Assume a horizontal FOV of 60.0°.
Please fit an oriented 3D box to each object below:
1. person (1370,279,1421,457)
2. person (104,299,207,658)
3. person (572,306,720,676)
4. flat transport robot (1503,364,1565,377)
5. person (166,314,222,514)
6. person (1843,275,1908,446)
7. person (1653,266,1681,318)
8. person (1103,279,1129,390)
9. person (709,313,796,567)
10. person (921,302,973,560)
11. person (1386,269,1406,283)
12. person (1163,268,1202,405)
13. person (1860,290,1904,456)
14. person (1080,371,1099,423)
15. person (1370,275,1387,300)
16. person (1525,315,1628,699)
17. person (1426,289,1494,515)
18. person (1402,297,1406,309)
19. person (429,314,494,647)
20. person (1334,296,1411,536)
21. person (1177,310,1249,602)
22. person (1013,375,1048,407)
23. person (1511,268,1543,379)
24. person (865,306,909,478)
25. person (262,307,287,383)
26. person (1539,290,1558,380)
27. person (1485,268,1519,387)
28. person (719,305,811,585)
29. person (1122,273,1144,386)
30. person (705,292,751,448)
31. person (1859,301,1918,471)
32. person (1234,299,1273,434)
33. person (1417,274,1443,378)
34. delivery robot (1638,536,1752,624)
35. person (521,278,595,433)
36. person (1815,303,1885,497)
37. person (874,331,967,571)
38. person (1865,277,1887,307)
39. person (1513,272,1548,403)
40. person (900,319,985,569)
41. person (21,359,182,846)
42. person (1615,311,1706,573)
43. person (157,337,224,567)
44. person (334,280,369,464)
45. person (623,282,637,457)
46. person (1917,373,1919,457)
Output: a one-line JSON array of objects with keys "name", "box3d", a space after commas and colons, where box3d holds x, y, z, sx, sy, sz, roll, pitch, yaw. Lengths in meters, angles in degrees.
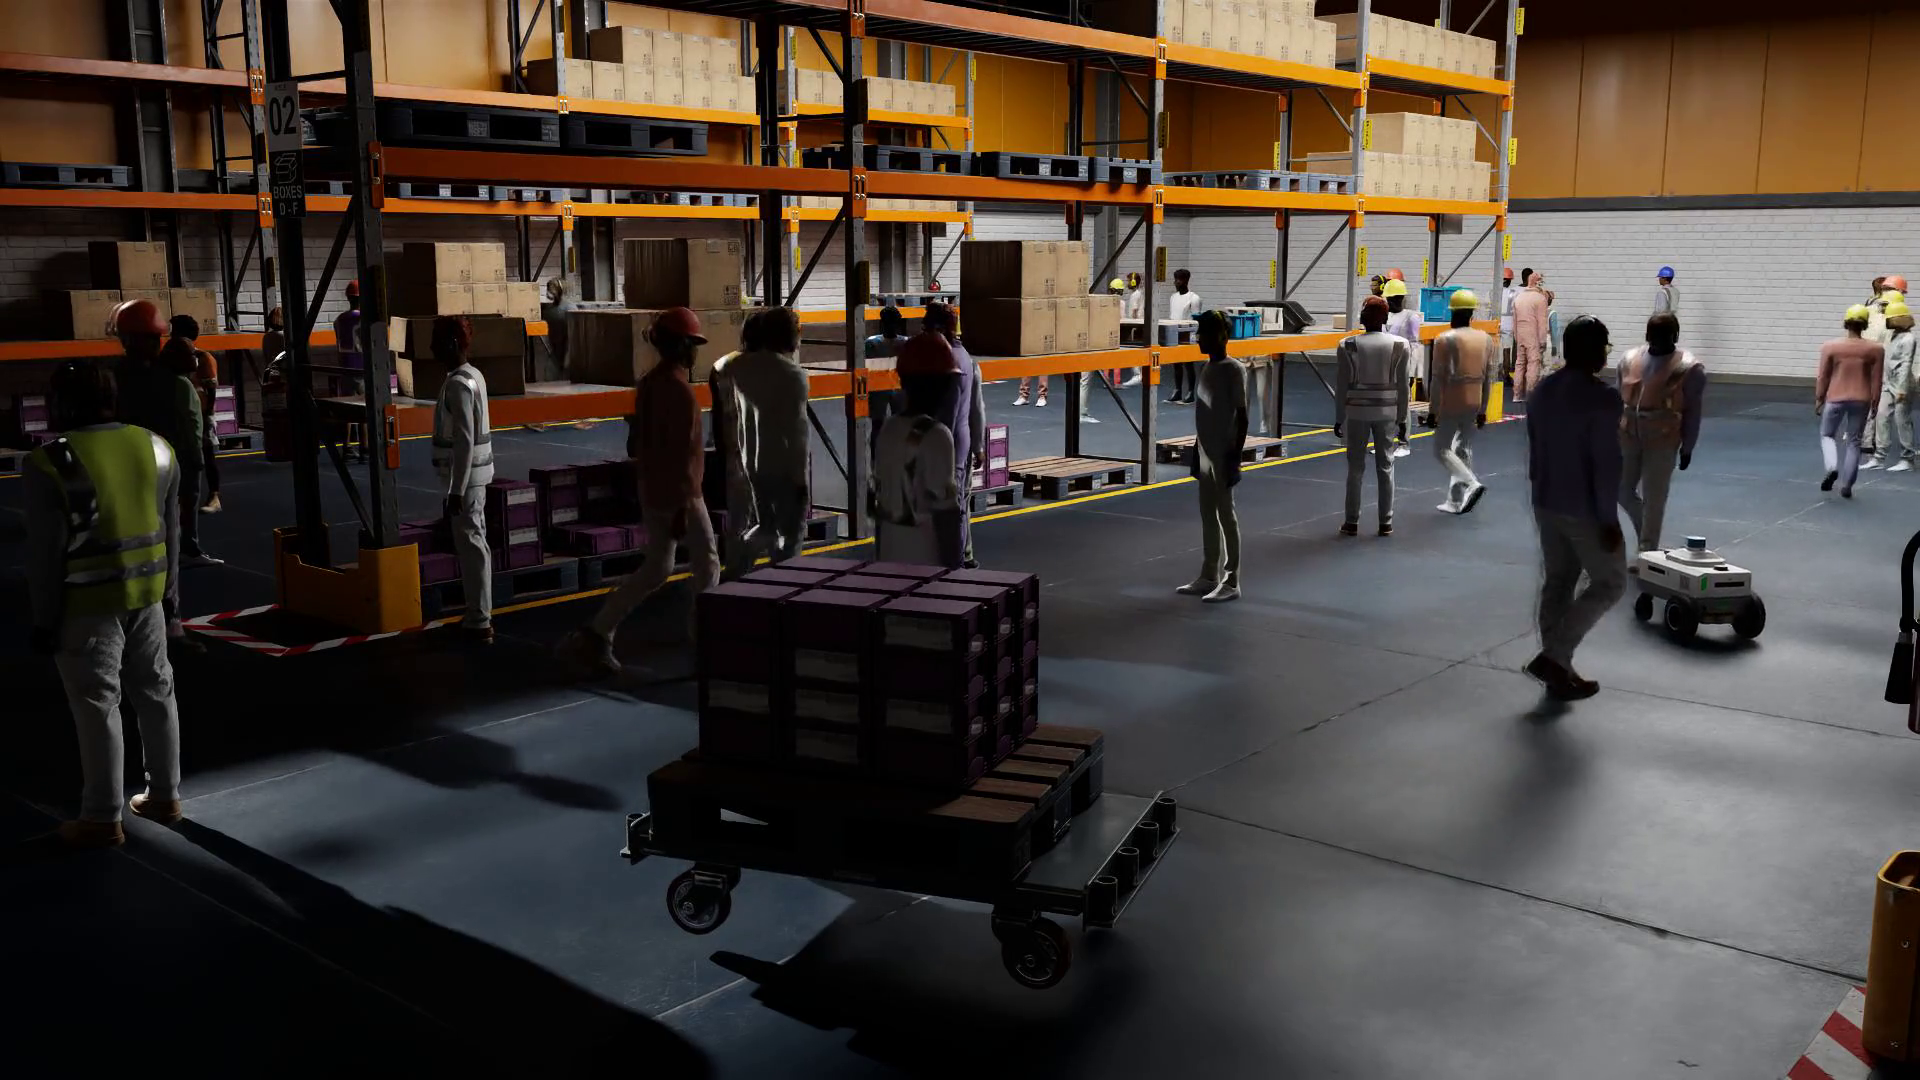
[{"name": "person", "box3d": [4.709, -1.859, 18.041, 0.392, 1.920, 0.590, -6, 11, -29]}, {"name": "person", "box3d": [-4.496, -0.319, 9.095, 0.567, 1.982, 0.634, 2, 10, 13]}, {"name": "person", "box3d": [-1.583, -0.233, 8.693, 0.823, 1.956, 0.622, -7, 12, -36]}, {"name": "flat transport robot", "box3d": [10.217, -2.941, 28.888, 1.431, 0.197, 0.652, 2, 10, 11]}, {"name": "person", "box3d": [-6.536, -1.064, 14.143, 0.530, 1.697, 0.321, 4, 11, 22]}, {"name": "person", "box3d": [10.602, -2.073, 19.170, 0.517, 1.960, 0.724, -3, 10, -17]}, {"name": "person", "box3d": [11.655, -3.539, 27.519, 0.604, 1.949, 0.389, -10, 14, -43]}, {"name": "person", "box3d": [2.491, -3.282, 26.576, 0.312, 1.768, 0.530, -7, 12, -36]}, {"name": "person", "box3d": [-1.333, -0.581, 11.028, 0.623, 1.835, 0.430, 2, 10, 9]}, {"name": "person", "box3d": [-0.126, -0.582, 10.802, 0.407, 1.910, 0.639, 1, 10, 7]}, {"name": "person", "box3d": [6.704, -3.233, 25.816, 0.374, 1.933, 0.552, -3, 10, -18]}, {"name": "person", "box3d": [3.216, -2.934, 24.028, 0.367, 1.962, 0.613, -7, 12, -34]}, {"name": "person", "box3d": [10.078, -1.826, 18.237, 0.670, 1.794, 0.679, -2, 10, -11]}, {"name": "person", "box3d": [1.662, -2.329, 21.525, 0.268, 1.632, 0.507, -1, 10, -4]}, {"name": "person", "box3d": [5.958, -2.830, 23.707, 0.311, 1.869, 0.532, -3, 10, -18]}, {"name": "person", "box3d": [3.043, -0.143, 8.231, 0.414, 1.929, 0.657, -3, 10, -18]}, {"name": "person", "box3d": [4.217, -1.136, 13.921, 0.595, 1.913, 0.577, -4, 11, -24]}, {"name": "person", "box3d": [8.054, -4.000, 31.031, 0.512, 1.638, 0.312, -1, 10, -3]}, {"name": "person", "box3d": [-2.836, -0.336, 9.468, 0.351, 1.882, 0.582, -2, 10, -11]}, {"name": "person", "box3d": [3.223, -0.963, 13.036, 0.580, 1.884, 0.352, 1, 10, 6]}, {"name": "person", "box3d": [1.640, -0.534, 10.650, 0.309, 1.864, 0.535, -4, 11, -22]}, {"name": "person", "box3d": [1.040, -2.852, 23.746, 0.639, 1.903, 0.406, 6, 12, 31]}, {"name": "person", "box3d": [9.722, -3.718, 28.634, 0.587, 1.916, 0.390, 6, 11, 29]}, {"name": "person", "box3d": [-0.692, -1.448, 16.341, 0.533, 1.692, 0.319, -2, 10, -11]}, {"name": "person", "box3d": [-7.296, -1.687, 17.899, 0.497, 1.629, 0.277, 7, 12, 35]}, {"name": "person", "box3d": [8.486, -2.805, 24.206, 0.307, 1.645, 0.517, -4, 11, -24]}, {"name": "person", "box3d": [8.838, -3.459, 27.094, 0.552, 1.934, 0.373, 7, 12, 35]}, {"name": "person", "box3d": [-1.130, -0.403, 9.728, 0.601, 1.925, 0.639, -10, 14, -44]}, {"name": "person", "box3d": [2.825, -3.440, 27.219, 0.388, 1.854, 0.545, 3, 10, 17]}, {"name": "person", "box3d": [-2.369, -1.759, 17.851, 0.956, 1.783, 0.612, -8, 13, -37]}, {"name": "person", "box3d": [9.482, -1.550, 16.838, 0.414, 1.734, 0.504, 1, 10, 5]}, {"name": "person", "box3d": [3.595, -2.121, 20.323, 0.521, 1.639, 0.308, 5, 11, 25]}, {"name": "person", "box3d": [7.127, -3.102, 25.263, 0.438, 1.877, 0.733, 8, 13, 37]}, {"name": "delivery robot", "box3d": [4.324, 0.222, 9.802, 0.477, 0.478, 0.707, -2, 10, -8]}, {"name": "person", "box3d": [-4.908, -2.255, 20.382, 0.650, 1.883, 1.030, 8, 13, 39]}, {"name": "person", "box3d": [8.025, -1.248, 15.020, 0.540, 1.757, 0.471, 4, 11, 21]}, {"name": "person", "box3d": [-0.237, 0.101, 6.887, 0.744, 1.919, 0.543, -4, 11, -24]}, {"name": "person", "box3d": [13.040, -2.812, 23.677, 0.345, 1.846, 0.508, 1, 10, 5]}, {"name": "person", "box3d": [8.286, -2.911, 24.069, 0.403, 1.904, 0.651, -3, 11, -19]}, {"name": "person", "box3d": [-0.113, -0.676, 11.546, 0.592, 1.832, 0.404, 3, 10, 14]}, {"name": "person", "box3d": [-3.262, 0.237, 6.327, 0.429, 1.844, 0.623, 5, 11, 24]}, {"name": "person", "box3d": [4.881, -0.703, 11.731, 0.696, 1.823, 0.647, -8, 13, -40]}, {"name": "person", "box3d": [-5.494, -0.624, 11.816, 0.278, 1.633, 0.507, -9, 13, -41]}, {"name": "person", "box3d": [-6.306, -1.762, 17.490, 0.546, 1.927, 0.411, 7, 12, 34]}, {"name": "person", "box3d": [-2.976, -1.442, 15.434, 0.623, 1.993, 0.655, 1, 10, 8]}, {"name": "person", "box3d": [10.329, -1.785, 17.456, 0.414, 1.987, 0.715, 0, 10, 2]}]
